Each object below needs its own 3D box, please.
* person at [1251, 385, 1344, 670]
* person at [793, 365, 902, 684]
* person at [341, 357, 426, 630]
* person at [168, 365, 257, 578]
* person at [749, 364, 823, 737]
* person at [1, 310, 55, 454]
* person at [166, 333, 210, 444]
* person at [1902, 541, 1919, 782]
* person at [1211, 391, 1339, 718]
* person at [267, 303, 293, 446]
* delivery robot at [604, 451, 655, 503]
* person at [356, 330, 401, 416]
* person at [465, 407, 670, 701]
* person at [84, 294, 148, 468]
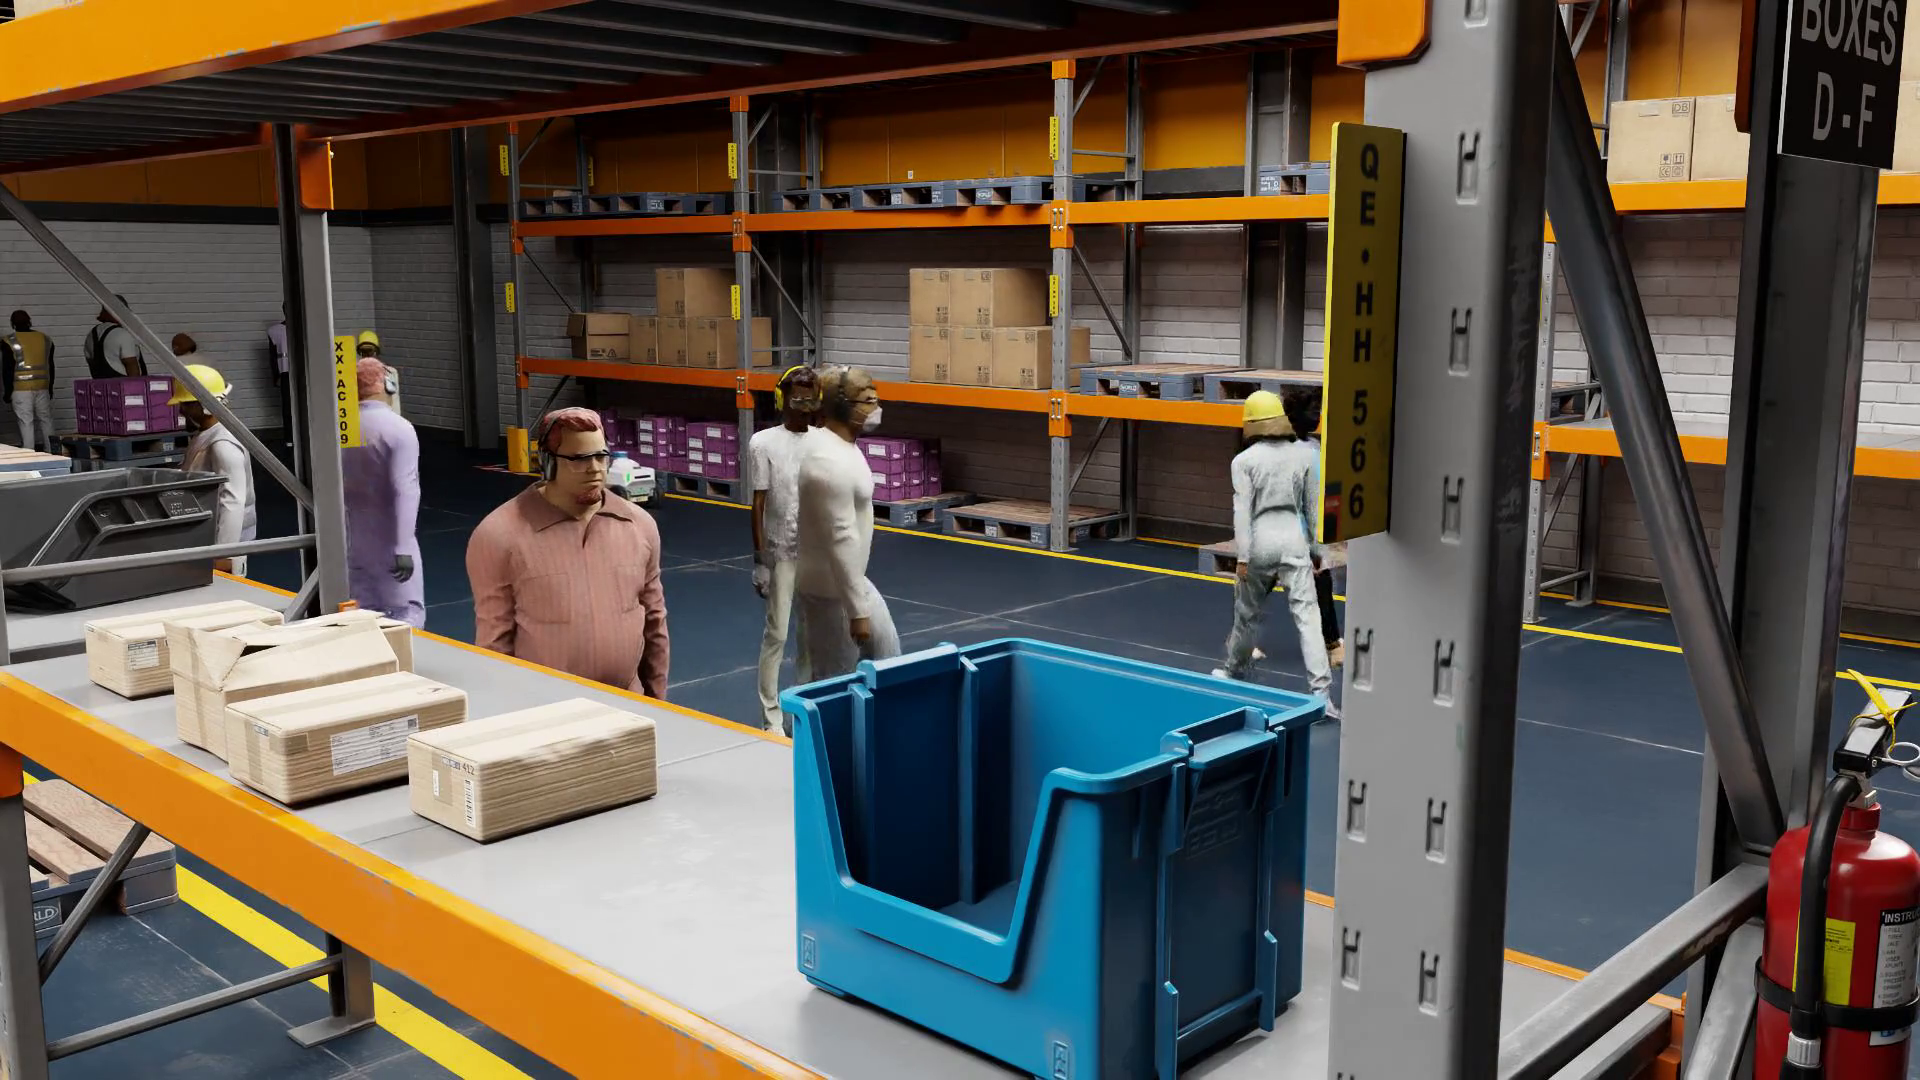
[{"bbox_3d":[1.948,-0.072,9.637,0.536,1.657,0.842,-8,12,-40],"label":"person"},{"bbox_3d":[-0.403,0.228,6.998,0.696,1.914,0.647,0,9,0],"label":"person"},{"bbox_3d":[-2.957,0.017,8.440,0.699,1.870,0.469,5,11,29],"label":"person"},{"bbox_3d":[-3.873,0.003,8.649,0.403,1.827,0.588,-6,11,-32],"label":"person"},{"bbox_3d":[-0.777,0.088,8.016,0.519,1.865,0.326,-8,12,-41],"label":"person"},{"bbox_3d":[-10.914,-1.768,19.482,0.430,1.839,0.619,5,11,29],"label":"person"},{"bbox_3d":[-8.767,-1.570,19.014,0.524,1.594,0.805,-8,13,-42],"label":"person"},{"bbox_3d":[4.527,0.199,7.473,0.591,1.823,0.405,-7,12,-38],"label":"person"},{"bbox_3d":[1.693,0.065,8.758,0.529,1.674,0.968,-2,9,-12],"label":"person"},{"bbox_3d":[-8.688,-2.176,21.721,0.592,1.922,0.392,-2,10,-14],"label":"person"},{"bbox_3d":[-3.247,-0.609,16.005,0.477,0.478,0.707,-9,13,-43],"label":"delivery robot"},{"bbox_3d":[-5.512,-1.074,15.526,0.530,1.741,0.746,-4,10,-25],"label":"person"},{"bbox_3d":[-1.182,0.535,5.187,0.635,1.899,0.402,-7,11,-36],"label":"person"},{"bbox_3d":[-9.244,-1.688,18.365,0.690,2.000,0.537,4,10,25],"label":"person"}]
